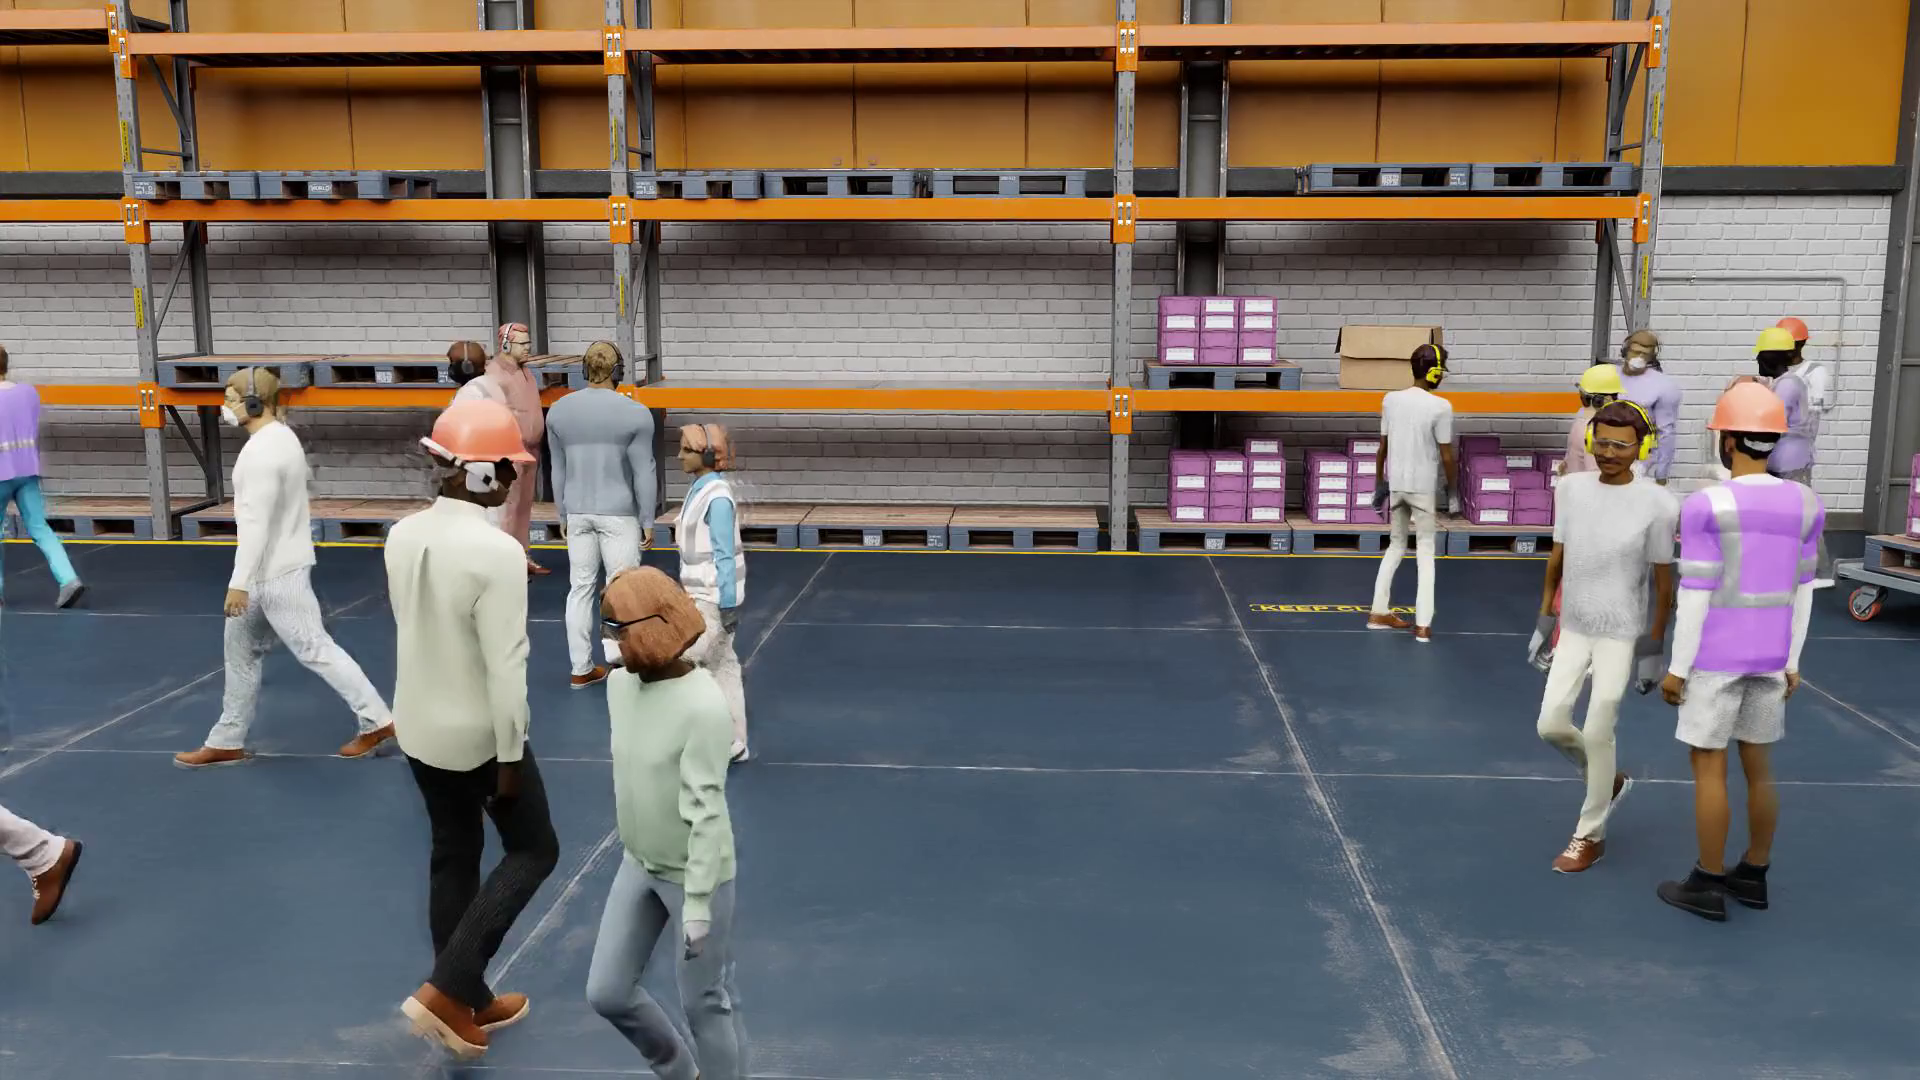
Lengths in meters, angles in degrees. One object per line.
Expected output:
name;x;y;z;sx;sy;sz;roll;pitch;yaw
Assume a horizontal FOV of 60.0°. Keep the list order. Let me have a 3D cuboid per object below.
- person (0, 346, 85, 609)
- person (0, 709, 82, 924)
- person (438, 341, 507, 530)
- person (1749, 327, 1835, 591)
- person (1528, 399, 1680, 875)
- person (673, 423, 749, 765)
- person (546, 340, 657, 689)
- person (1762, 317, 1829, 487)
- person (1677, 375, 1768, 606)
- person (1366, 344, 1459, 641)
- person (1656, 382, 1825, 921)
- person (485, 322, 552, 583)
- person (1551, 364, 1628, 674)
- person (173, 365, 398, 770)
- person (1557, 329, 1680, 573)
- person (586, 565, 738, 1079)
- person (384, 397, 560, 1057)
person;-6.349;-0.419;11.160;0.890;1.816;0.567;4;11;24
person;-3.410;0.515;5.514;0.645;1.883;0.866;7;12;36
person;-3.284;-0.406;11.075;0.662;1.821;0.638;-1;10;-4
person;5.823;-0.576;11.918;1.011;1.869;0.596;3;10;17
person;2.498;0.366;6.463;0.472;1.846;0.538;-8;13;-40
person;-1.154;0.272;7.640;0.420;1.627;0.512;-3;10;-16
person;-1.947;-0.123;9.104;0.622;1.932;0.373;2;10;13
person;6.260;-0.721;12.623;0.401;1.929;0.549;-5;11;-26
person;5.228;-0.316;11.221;0.894;1.583;0.512;-5;11;-25
person;2.832;-0.300;10.378;0.377;1.843;0.531;-7;12;-37
person;2.785;0.400;6.004;0.548;1.935;0.366;-3;10;-15
person;-3.242;-0.636;12.185;0.402;1.903;0.644;1;10;8
person;3.619;-0.124;9.566;0.328;1.769;0.526;2;10;9
person;-3.130;0.135;7.722;1.019;1.896;0.631;-3;10;-20
person;4.669;-0.539;11.658;1.018;1.887;0.701;-7;12;-36
person;-0.738;0.866;4.222;0.519;1.616;0.374;8;12;39
person;-1.466;0.569;4.908;0.620;1.973;0.487;6;11;32
